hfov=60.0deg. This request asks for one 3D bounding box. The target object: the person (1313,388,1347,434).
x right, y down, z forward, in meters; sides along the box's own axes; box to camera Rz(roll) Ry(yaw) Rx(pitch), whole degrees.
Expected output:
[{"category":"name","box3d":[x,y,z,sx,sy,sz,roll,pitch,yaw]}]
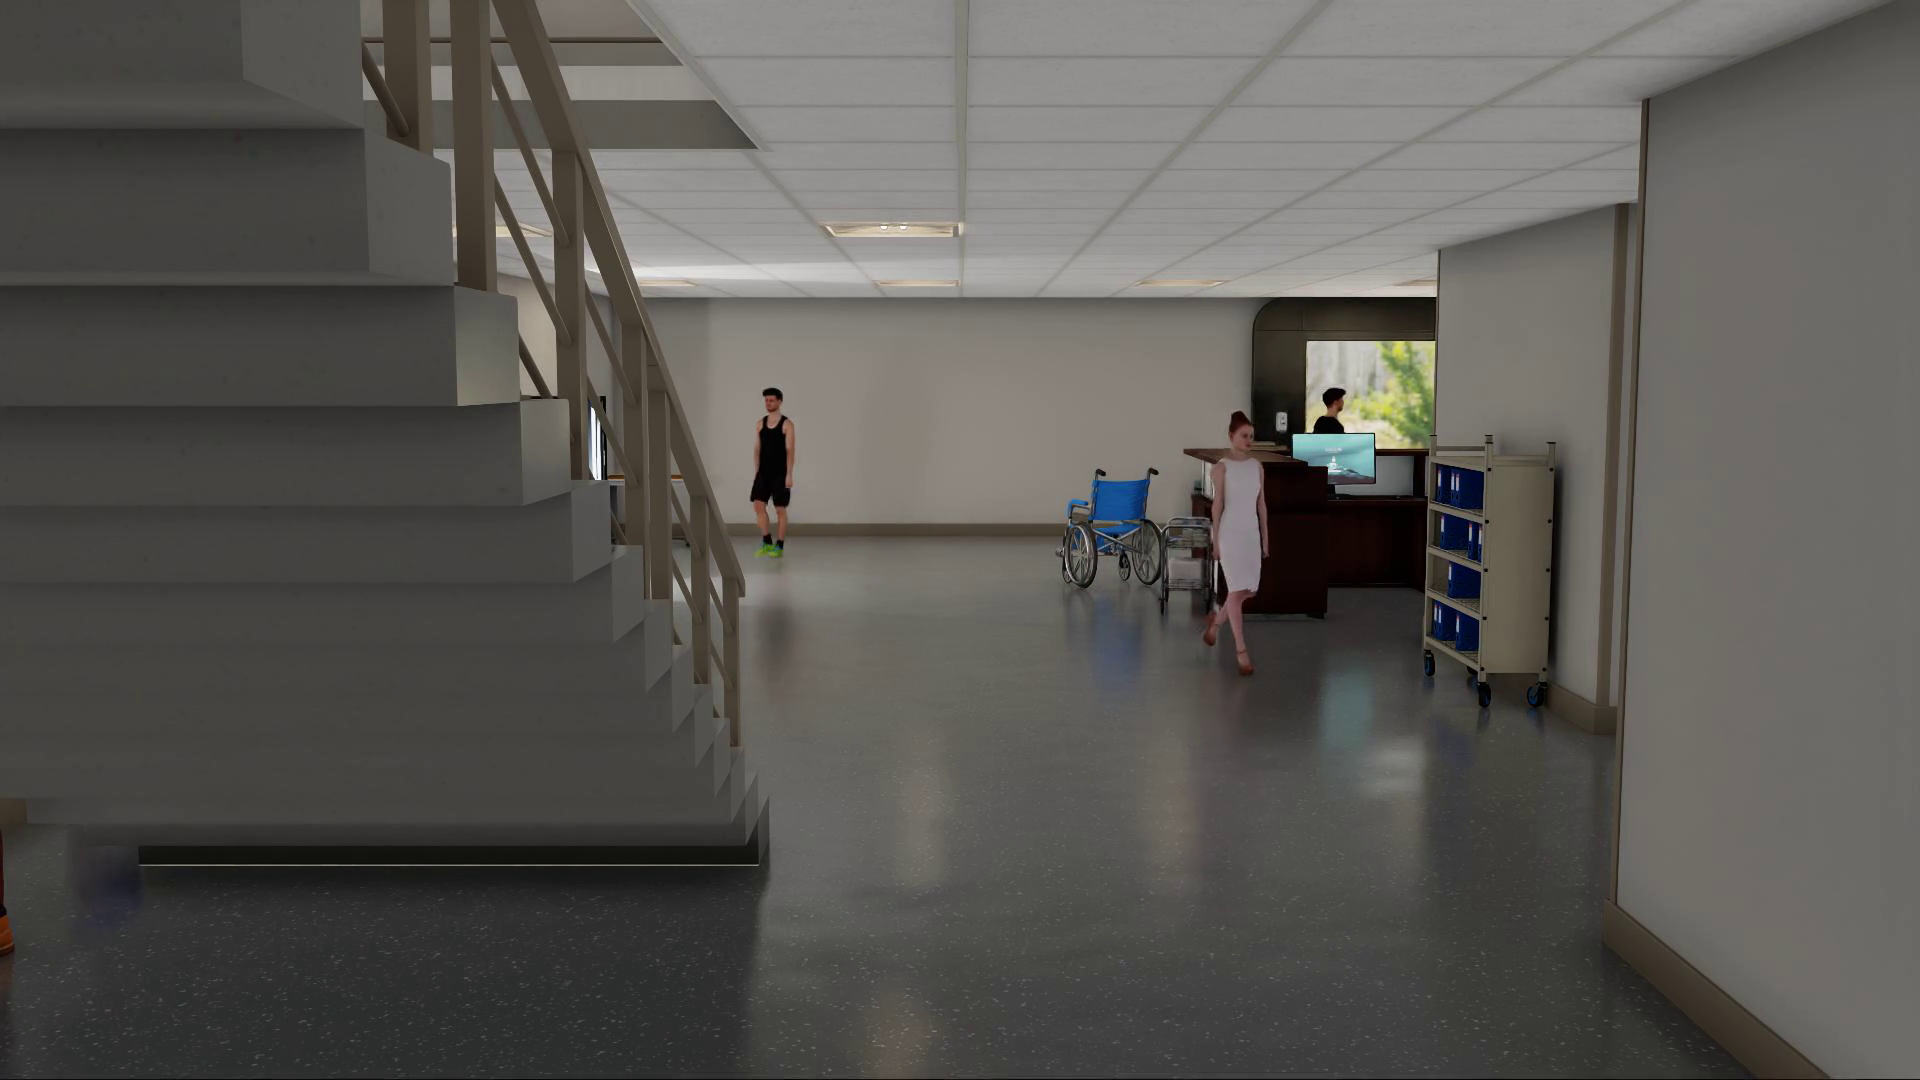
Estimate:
[{"category":"person","box3d":[3.870,-0.660,17.830,0.869,1.848,1.202,-1,6,-7]}]

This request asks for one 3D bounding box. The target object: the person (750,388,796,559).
[{"category":"person","box3d":[-2.021,-0.741,18.477,0.827,1.881,0.819,2,6,23]}]

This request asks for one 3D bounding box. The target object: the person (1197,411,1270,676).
[{"category":"person","box3d":[1.866,0.020,11.400,0.796,1.784,0.968,-2,6,-23]}]
